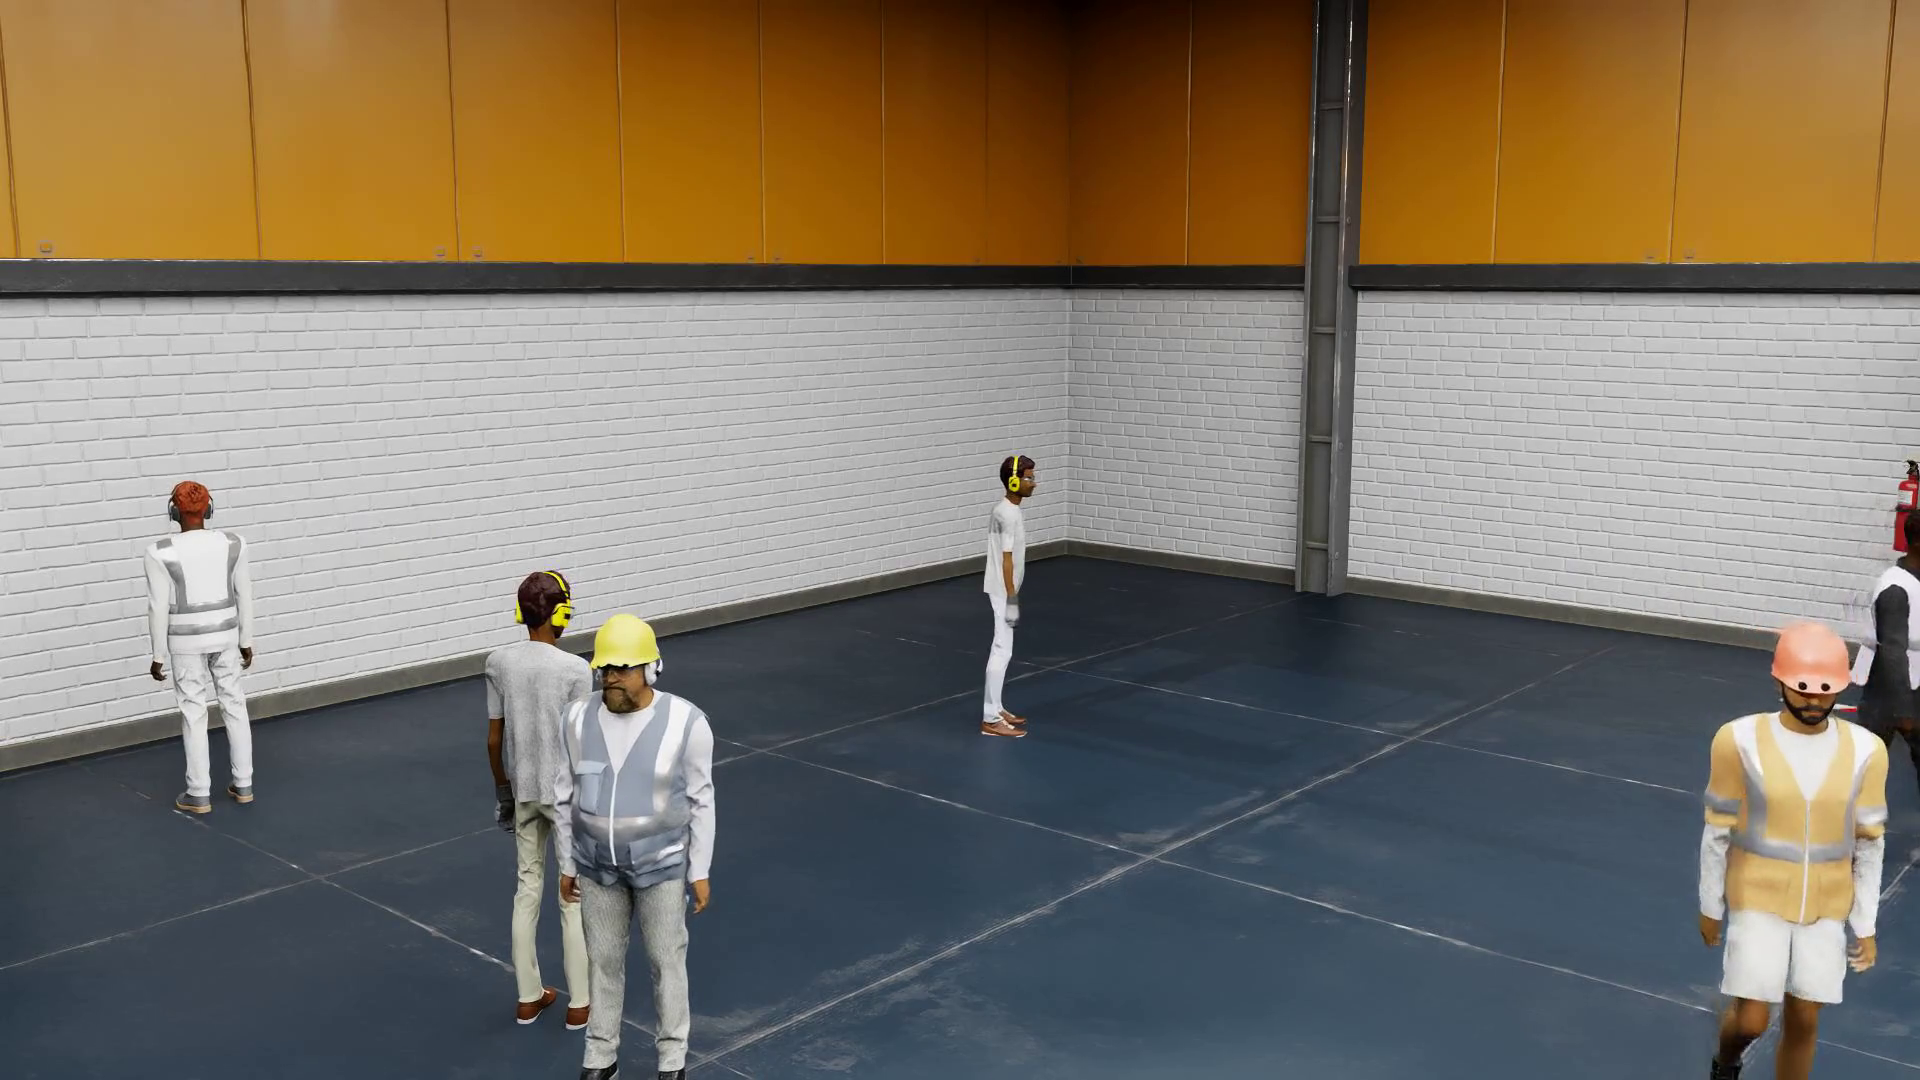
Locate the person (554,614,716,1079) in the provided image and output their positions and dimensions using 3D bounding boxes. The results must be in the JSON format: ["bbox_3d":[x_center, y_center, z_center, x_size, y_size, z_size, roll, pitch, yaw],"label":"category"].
[{"bbox_3d":[-1.189,1.165,6.047,0.591,1.834,0.404,1,9,8],"label":"person"}]

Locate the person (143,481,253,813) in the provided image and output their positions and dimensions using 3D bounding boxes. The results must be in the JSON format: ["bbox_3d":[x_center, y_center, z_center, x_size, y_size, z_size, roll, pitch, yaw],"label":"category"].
[{"bbox_3d":[-4.295,0.603,9.426,0.358,1.882,0.574,9,13,44],"label":"person"}]

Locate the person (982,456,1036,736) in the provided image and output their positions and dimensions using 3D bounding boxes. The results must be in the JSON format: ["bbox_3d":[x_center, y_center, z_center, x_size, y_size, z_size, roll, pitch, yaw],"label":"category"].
[{"bbox_3d":[0.322,0.364,11.019,0.353,1.862,0.514,0,9,2],"label":"person"}]

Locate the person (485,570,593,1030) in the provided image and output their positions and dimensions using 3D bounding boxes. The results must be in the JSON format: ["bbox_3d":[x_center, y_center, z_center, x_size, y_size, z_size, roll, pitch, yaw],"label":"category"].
[{"bbox_3d":[-1.651,1.047,6.715,0.515,1.861,0.329,3,9,17],"label":"person"}]

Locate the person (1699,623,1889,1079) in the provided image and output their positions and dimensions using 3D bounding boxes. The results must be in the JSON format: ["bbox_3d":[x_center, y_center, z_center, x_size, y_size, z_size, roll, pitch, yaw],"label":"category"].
[{"bbox_3d":[2.763,1.206,5.542,0.544,1.921,0.443,2,9,10],"label":"person"}]

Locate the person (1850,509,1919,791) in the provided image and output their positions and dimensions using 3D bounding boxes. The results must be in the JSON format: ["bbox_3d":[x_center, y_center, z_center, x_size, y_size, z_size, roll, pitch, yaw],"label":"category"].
[{"bbox_3d":[4.837,0.777,8.342,0.620,1.871,0.956,-8,12,-41],"label":"person"}]
